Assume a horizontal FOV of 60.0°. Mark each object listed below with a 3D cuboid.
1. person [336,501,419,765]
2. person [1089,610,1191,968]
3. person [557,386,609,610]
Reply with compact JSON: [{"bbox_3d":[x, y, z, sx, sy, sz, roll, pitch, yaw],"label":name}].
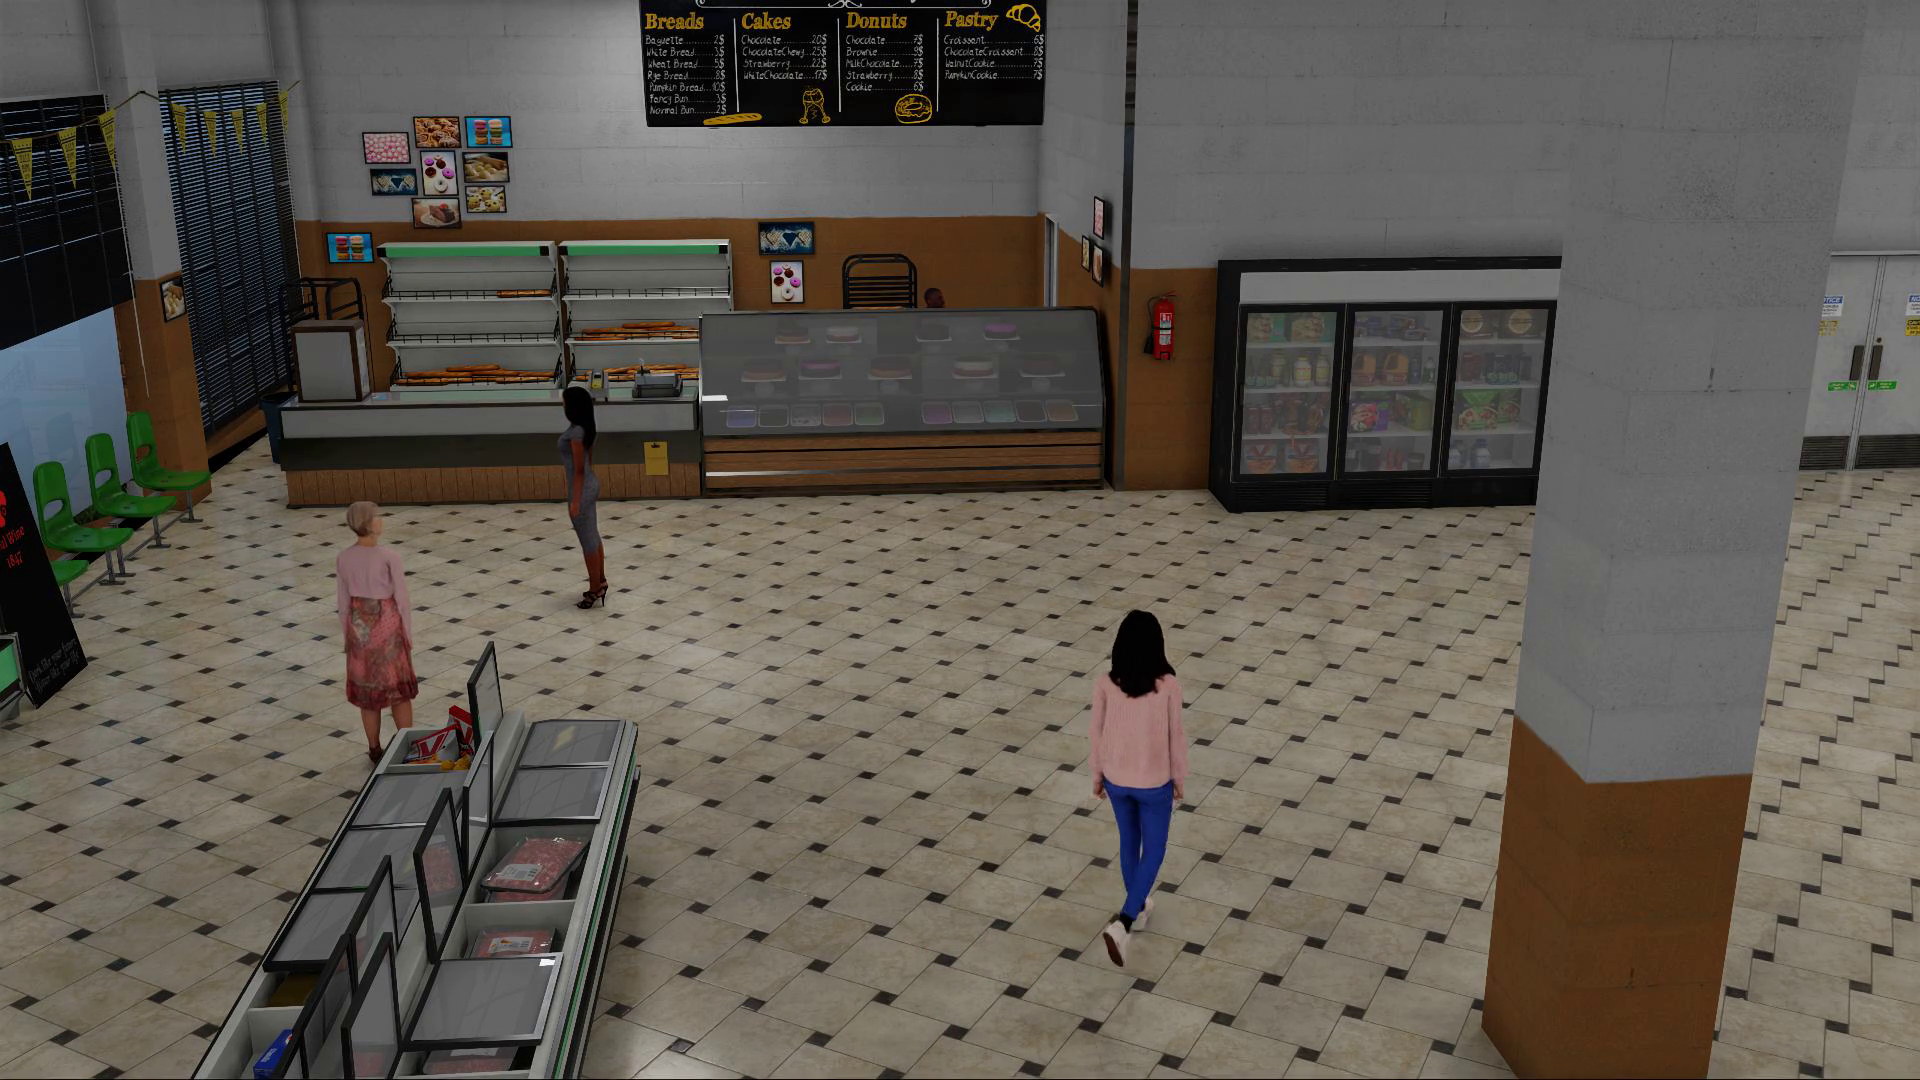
[{"bbox_3d":[-3.595,0.586,10.261,0.581,1.690,0.570,-1,17,-2],"label":"person"},{"bbox_3d":[0.845,1.219,8.073,0.979,1.751,1.163,7,18,22],"label":"person"},{"bbox_3d":[-2.972,-0.343,13.166,0.672,1.780,0.493,0,17,1],"label":"person"}]
